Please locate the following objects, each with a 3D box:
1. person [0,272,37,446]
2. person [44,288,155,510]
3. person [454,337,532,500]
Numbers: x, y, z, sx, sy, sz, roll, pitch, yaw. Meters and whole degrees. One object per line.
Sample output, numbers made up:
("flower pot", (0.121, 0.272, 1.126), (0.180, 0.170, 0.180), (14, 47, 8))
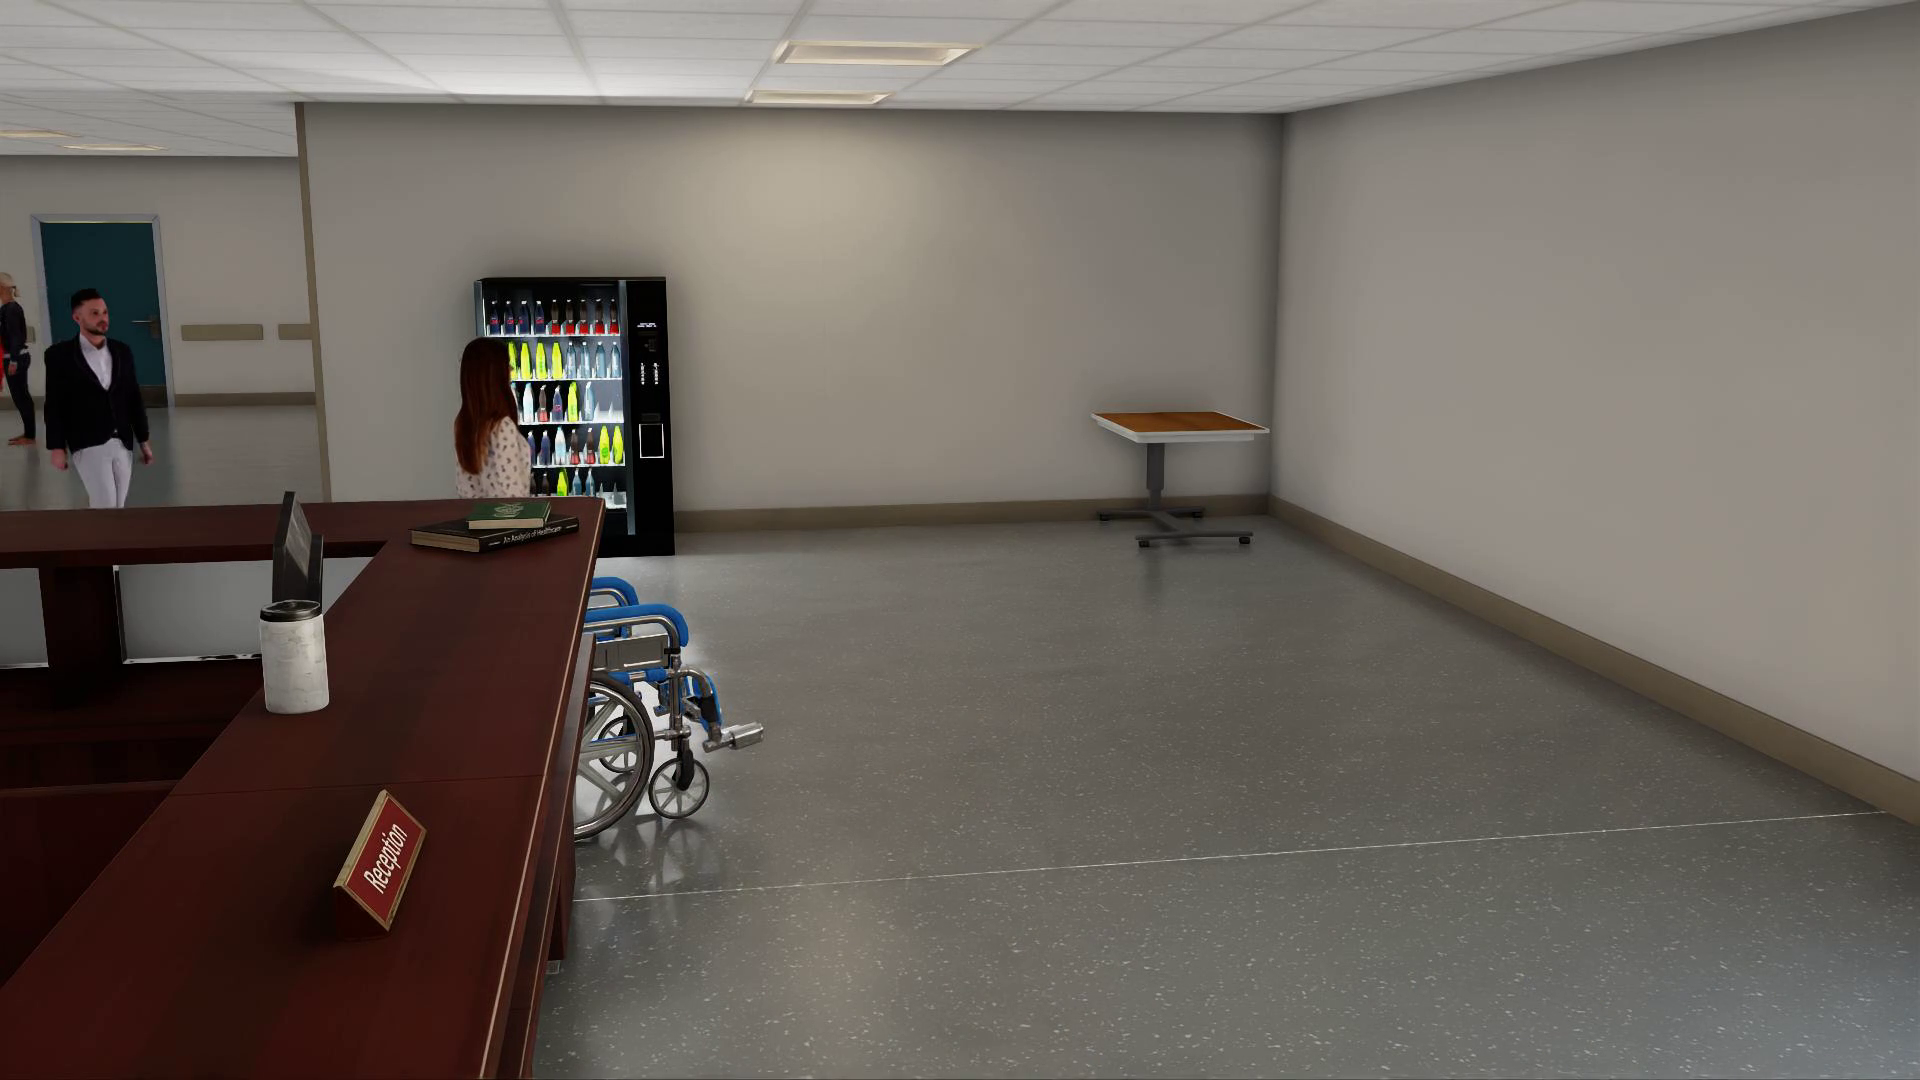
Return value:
("person", (-9.541, -1.841, 16.799), (0.603, 1.726, 0.652), (-5, 12, -25))
("person", (-4.988, -0.521, 9.562), (0.838, 1.831, 0.786), (7, 13, 31))
("person", (-1.977, 0.006, 7.058), (0.654, 1.728, 0.676), (11, 15, 44))
